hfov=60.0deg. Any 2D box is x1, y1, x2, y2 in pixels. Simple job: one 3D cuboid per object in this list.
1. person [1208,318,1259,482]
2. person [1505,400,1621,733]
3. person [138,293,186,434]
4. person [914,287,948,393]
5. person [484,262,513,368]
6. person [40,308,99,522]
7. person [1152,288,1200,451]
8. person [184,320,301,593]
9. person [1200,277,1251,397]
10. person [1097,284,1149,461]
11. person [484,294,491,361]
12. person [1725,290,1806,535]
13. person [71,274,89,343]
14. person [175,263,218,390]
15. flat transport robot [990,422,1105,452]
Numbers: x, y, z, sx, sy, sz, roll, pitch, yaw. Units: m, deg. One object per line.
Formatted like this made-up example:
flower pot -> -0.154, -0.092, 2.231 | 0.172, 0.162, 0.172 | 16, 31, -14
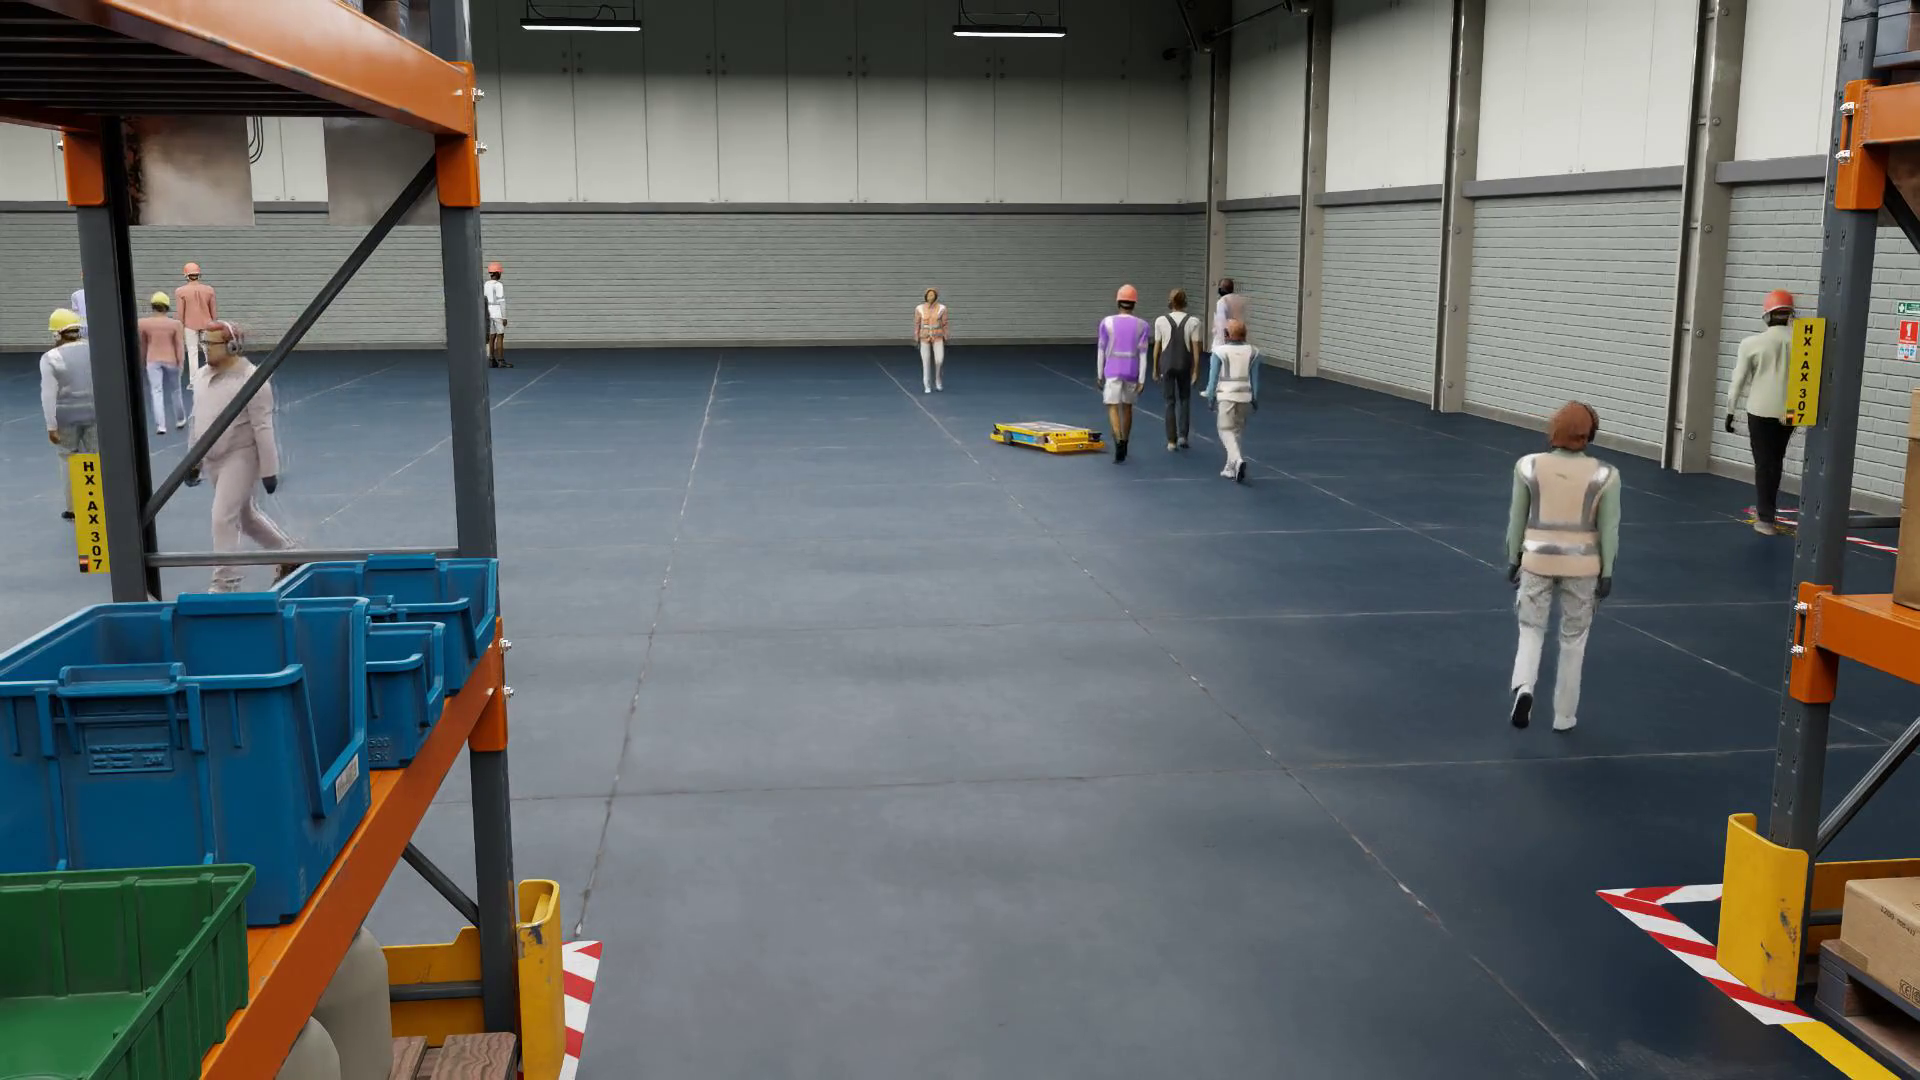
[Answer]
person -> 2.715, -1.376, 16.386 | 0.521, 1.618, 0.709 | -3, 11, -15
person -> 2.863, 0.151, 7.957 | 0.526, 1.629, 0.495 | 6, 12, 28
person -> -9.840, -2.185, 20.544 | 0.530, 1.717, 0.922 | -4, 11, -20
person -> -0.444, -3.071, 25.644 | 0.513, 1.630, 0.394 | 0, 10, 1
person -> -8.504, -4.123, 30.545 | 0.545, 1.942, 0.350 | 8, 13, 38
person -> -7.364, -1.030, 13.934 | 0.688, 1.815, 0.600 | 8, 13, 37
person -> 2.446, -1.935, 18.873 | 0.515, 1.818, 0.705 | 1, 10, 4
person -> -4.790, -0.531, 11.068 | 0.642, 1.872, 0.917 | 7, 12, 32
person -> 4.035, -3.008, 24.816 | 0.619, 1.815, 0.893 | -10, 14, -44
person -> 1.769, -1.807, 17.982 | 0.542, 1.906, 0.887 | 0, 10, -2
person -> -7.651, -3.252, 26.103 | 0.627, 1.829, 0.467 | 2, 11, 11
person -> 6.637, -1.065, 13.711 | 0.653, 1.959, 0.889 | 1, 10, 5
person -> -13.292, -3.206, 25.533 | 0.550, 1.935, 0.375 | 0, 10, 2
person -> -12.032, -3.364, 26.235 | 0.611, 1.997, 0.375 | -9, 14, -42
flat transport robot -> 0.989, -1.202, 19.115 | 0.652, 0.197, 1.431 | -6, 12, -29
